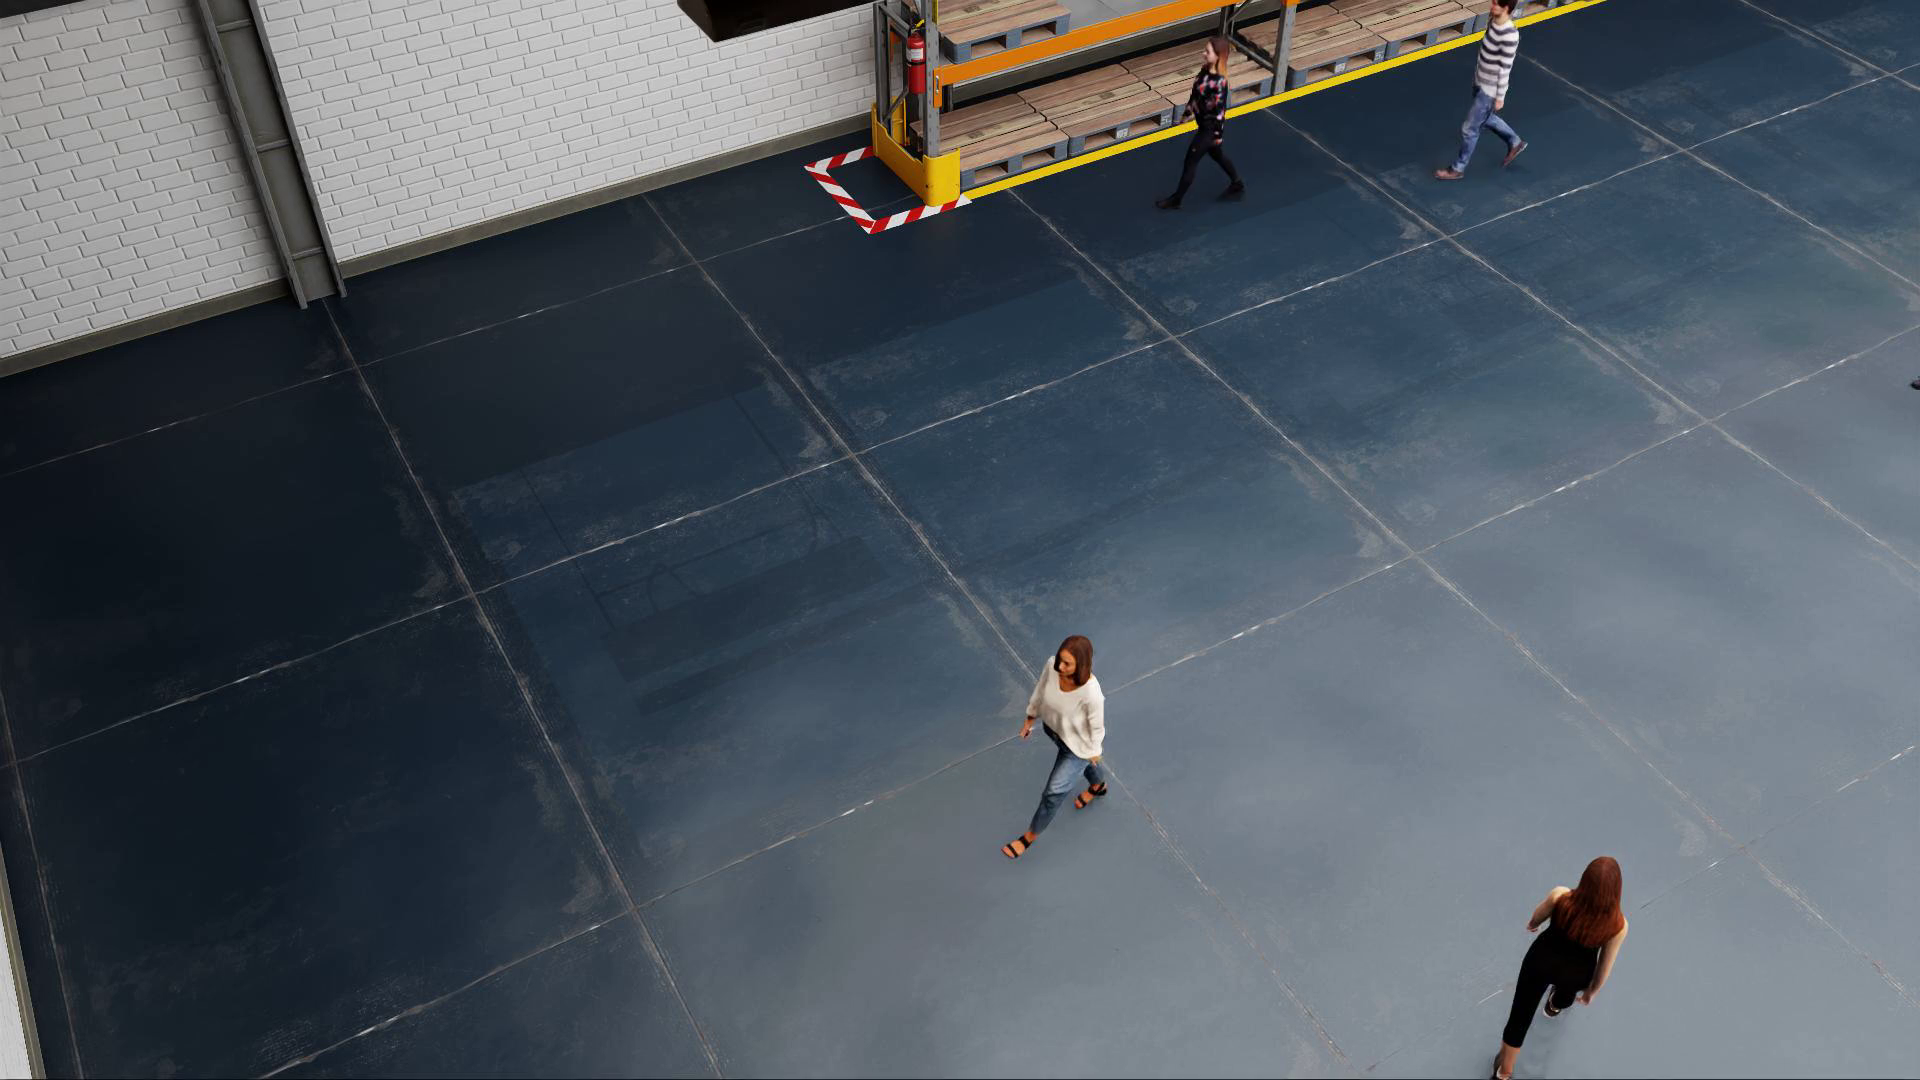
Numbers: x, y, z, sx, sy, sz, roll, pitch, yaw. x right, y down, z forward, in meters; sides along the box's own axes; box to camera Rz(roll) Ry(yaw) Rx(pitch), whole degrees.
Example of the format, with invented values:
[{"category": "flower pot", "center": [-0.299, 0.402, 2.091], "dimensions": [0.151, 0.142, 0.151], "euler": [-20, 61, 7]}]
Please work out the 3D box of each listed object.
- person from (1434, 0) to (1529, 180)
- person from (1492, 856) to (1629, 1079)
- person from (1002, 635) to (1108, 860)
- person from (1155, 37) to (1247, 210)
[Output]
[{"category": "person", "center": [4.894, -4.104, 15.054], "dimensions": [1.214, 1.823, 0.975], "euler": [-2, 44, -3]}, {"category": "person", "center": [3.017, 2.252, 8.478], "dimensions": [0.949, 1.691, 1.154], "euler": [20, 47, 20]}, {"category": "person", "center": [0.711, 1.103, 9.720], "dimensions": [1.066, 1.642, 0.652], "euler": [-24, 49, -23]}, {"category": "person", "center": [2.287, -3.678, 14.737], "dimensions": [1.164, 1.644, 0.872], "euler": [-5, 44, -5]}]
